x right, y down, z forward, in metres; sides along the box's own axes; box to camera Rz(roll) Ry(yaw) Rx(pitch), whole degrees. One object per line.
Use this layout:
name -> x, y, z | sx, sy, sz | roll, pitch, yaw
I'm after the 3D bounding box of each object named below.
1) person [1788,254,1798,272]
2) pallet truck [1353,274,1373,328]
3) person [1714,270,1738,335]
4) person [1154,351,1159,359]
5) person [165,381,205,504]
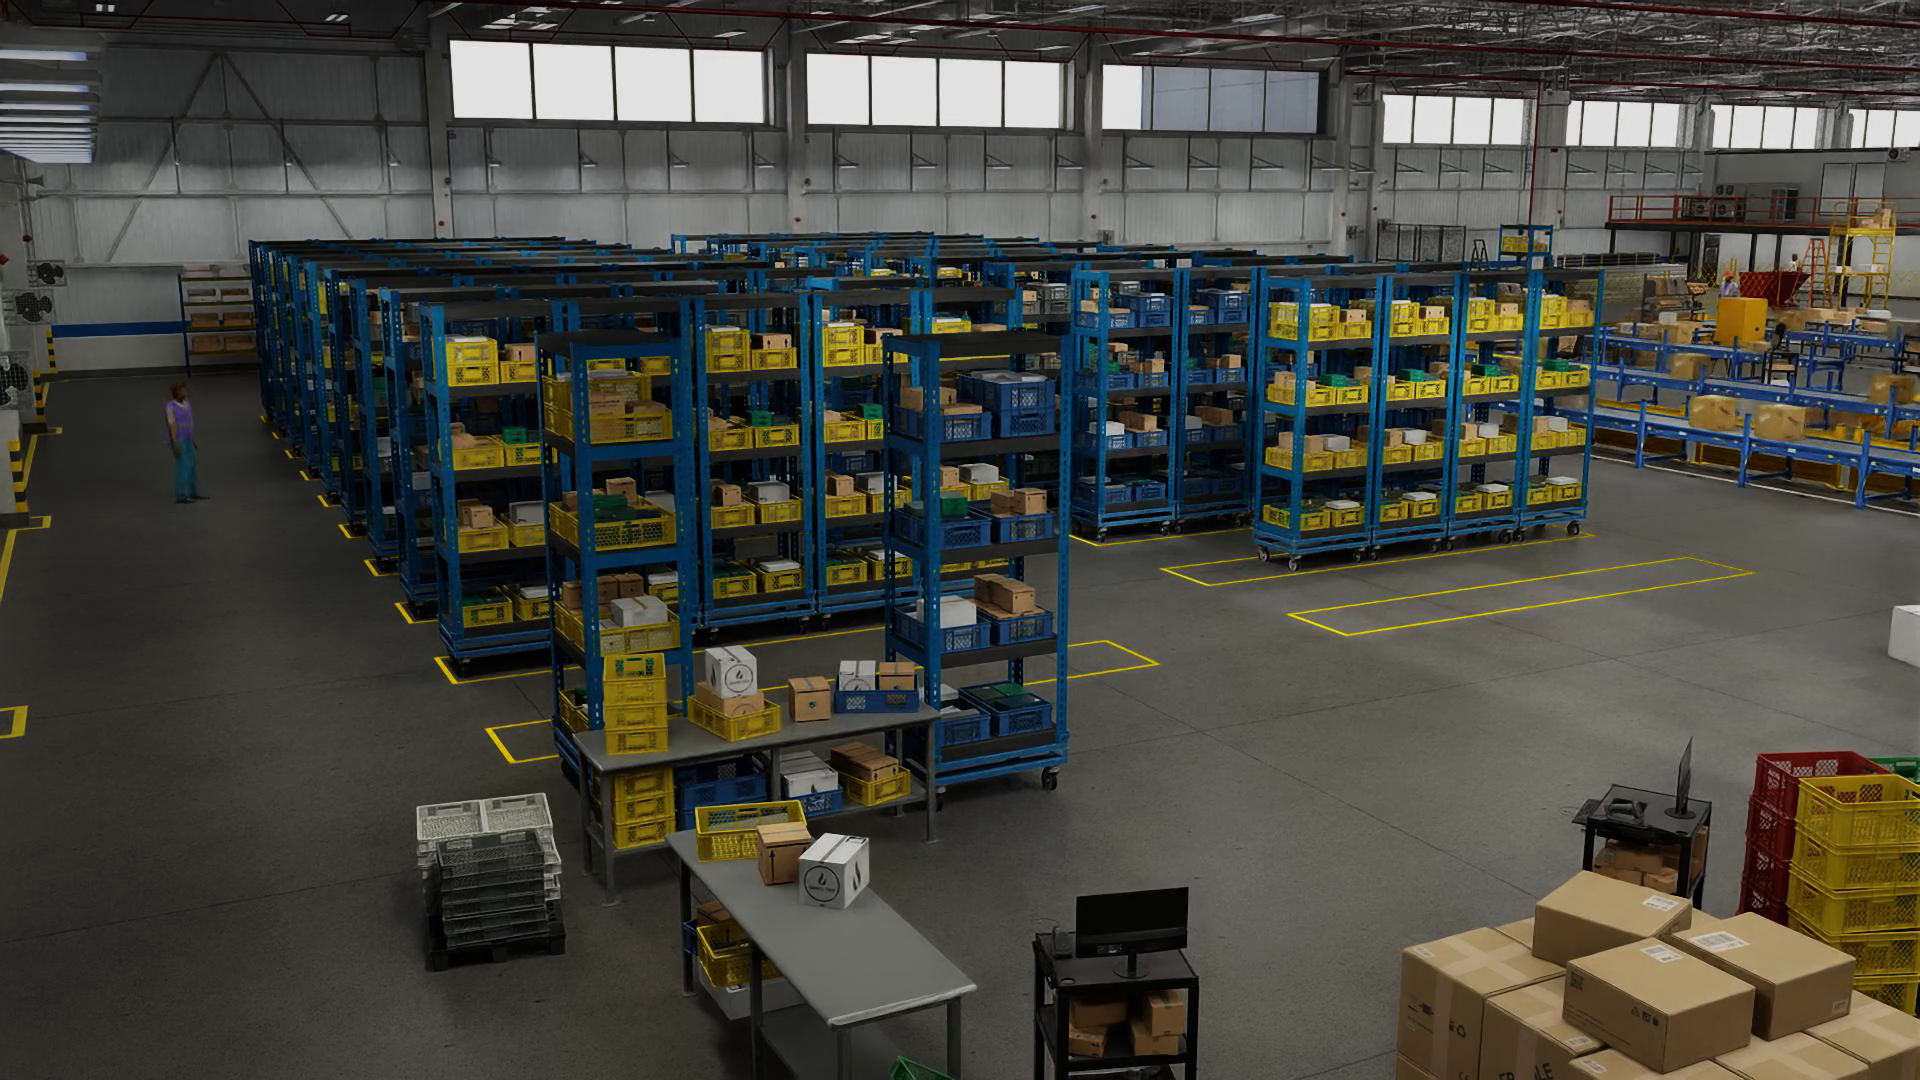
person -> 34.446, -10.909, 68.879 | 0.337, 1.882, 0.585 | 9, 15, 37
pallet truck -> 13.011, -8.050, 55.243 | 0.823, 1.965, 1.885 | -7, 14, -28
person -> 24.098, -7.447, 52.304 | 0.365, 2.048, 0.608 | -7, 14, -29
person -> 4.887, -5.285, 42.655 | 0.643, 1.863, 0.978 | 5, 13, 22
person -> -11.617, -1.465, 24.815 | 0.386, 1.841, 0.583 | 0, 12, 1
